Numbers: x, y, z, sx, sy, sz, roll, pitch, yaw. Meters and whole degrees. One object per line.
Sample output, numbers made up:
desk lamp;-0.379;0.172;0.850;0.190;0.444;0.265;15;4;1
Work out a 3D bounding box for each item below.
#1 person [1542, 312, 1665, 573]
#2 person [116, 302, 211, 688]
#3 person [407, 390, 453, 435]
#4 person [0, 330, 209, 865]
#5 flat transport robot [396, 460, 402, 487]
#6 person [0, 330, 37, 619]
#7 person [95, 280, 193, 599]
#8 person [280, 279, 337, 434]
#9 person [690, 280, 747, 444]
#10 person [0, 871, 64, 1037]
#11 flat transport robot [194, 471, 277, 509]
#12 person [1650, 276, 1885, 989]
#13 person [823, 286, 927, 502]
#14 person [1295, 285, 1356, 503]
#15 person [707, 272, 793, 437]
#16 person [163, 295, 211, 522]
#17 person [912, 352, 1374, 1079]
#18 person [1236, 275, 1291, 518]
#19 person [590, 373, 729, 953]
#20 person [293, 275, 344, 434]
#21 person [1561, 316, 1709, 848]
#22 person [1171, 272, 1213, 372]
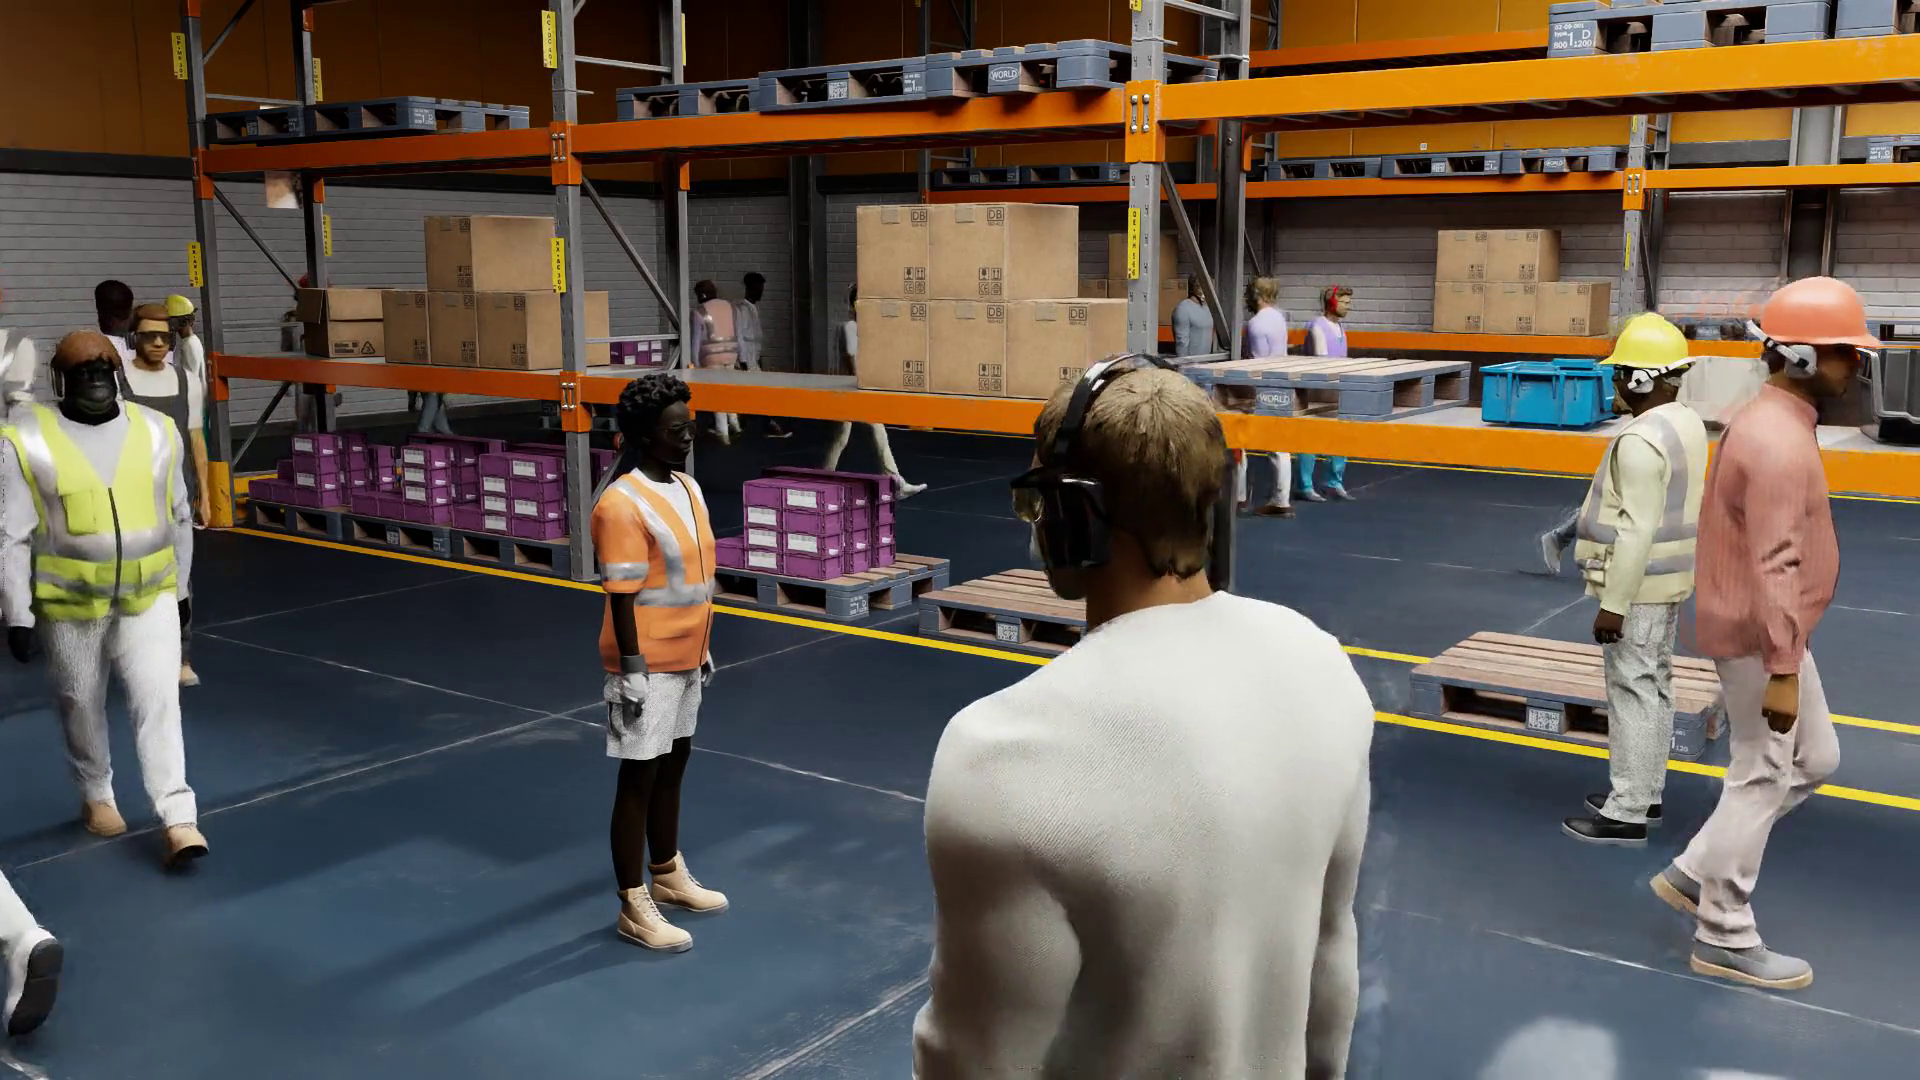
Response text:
person;4.110;-0.567;10.391;0.479;1.712;0.766;-8;13;-40
person;-3.818;-0.204;7.874;0.432;1.829;0.541;9;13;44
person;-4.852;-1.271;14.958;0.788;1.581;0.506;-7;12;-35
person;-2.877;0.199;5.597;0.644;1.786;0.972;-8;12;-39
flat transport robot;-4.827;-0.617;14.973;1.431;0.197;0.652;-9;13;-44
person;-5.365;-0.479;9.103;0.620;1.973;0.946;-3;10;-16
person;-4.770;-0.528;9.575;0.401;1.922;0.612;5;11;27
person;-6.107;-1.535;15.737;0.613;1.869;0.375;1;10;4
person;-2.688;-1.957;18.371;0.676;1.815;0.442;-9;13;-42
person;-2.728;0.381;4.191;0.797;1.902;0.596;3;10;17
flat transport robot;-5.857;-0.448;13.966;1.431;0.197;0.652;-7;12;-37
person;2.259;0.271;4.603;0.439;1.976;0.652;4;10;23
person;-0.787;-1.201;13.857;0.982;1.819;0.518;5;11;26
person;3.090;-1.200;13.857;0.635;1.817;0.594;8;12;39
person;-2.456;-2.103;18.997;0.979;1.906;0.619;-1;10;-3
person;-5.989;-1.013;12.923;0.341;1.760;0.533;-4;10;-24
person;0.232;0.755;1.886;0.648;1.926;0.561;-9;13;-41
person;2.316;-1.123;13.141;0.773;1.898;0.642;6;11;32
person;-0.891;0.353;4.958;0.318;1.696;0.532;2;10;14
person;-6.761;-1.865;17.493;0.558;1.926;0.630;6;11;33
person;2.344;0.147;5.779;0.404;1.833;0.588;7;12;36
person;2.201;-1.559;15.645;0.373;1.935;0.628;6;11;30
